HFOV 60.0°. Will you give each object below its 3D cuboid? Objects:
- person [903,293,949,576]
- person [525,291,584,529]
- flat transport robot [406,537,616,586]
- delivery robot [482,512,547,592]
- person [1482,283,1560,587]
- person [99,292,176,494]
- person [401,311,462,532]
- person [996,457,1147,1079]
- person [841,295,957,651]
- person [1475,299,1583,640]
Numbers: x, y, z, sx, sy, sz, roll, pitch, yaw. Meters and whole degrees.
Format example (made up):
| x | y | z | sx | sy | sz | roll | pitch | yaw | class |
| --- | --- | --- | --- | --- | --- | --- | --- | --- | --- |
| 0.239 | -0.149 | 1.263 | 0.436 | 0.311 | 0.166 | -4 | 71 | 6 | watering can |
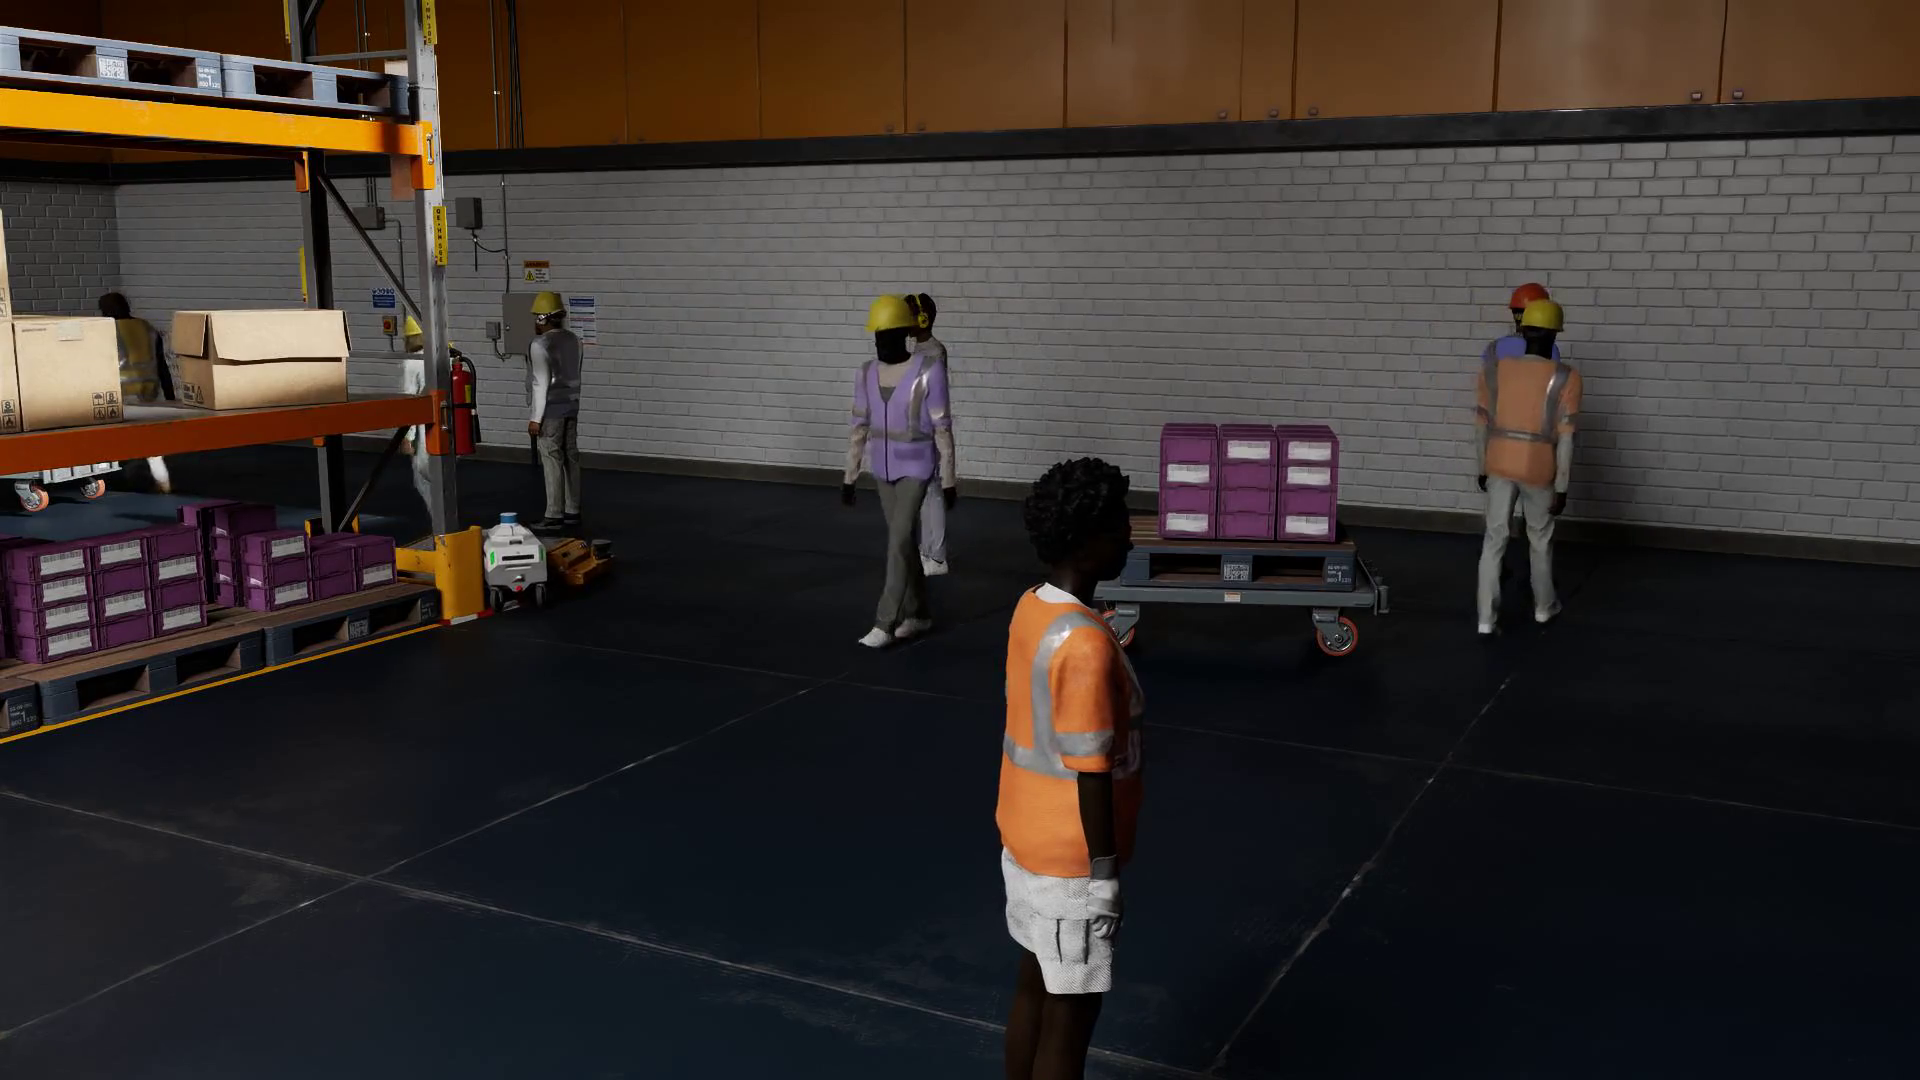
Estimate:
| x | y | z | sx | sy | sz | roll | pitch | yaw | class |
| --- | --- | --- | --- | --- | --- | --- | --- | --- | --- |
| -0.243 | -0.687 | 10.981 | 0.328 | 1.861 | 0.521 | -3 | 10 | -14 | person |
| -3.144 | -0.997 | 12.846 | 0.403 | 1.834 | 0.588 | 3 | 10 | 19 | person |
| -3.047 | 0.125 | 10.871 | 1.431 | 0.197 | 0.652 | 1 | 10 | 6 | flat transport robot |
| -2.717 | 0.078 | 10.051 | 0.477 | 0.478 | 0.707 | -4 | 10 | -22 | delivery robot |
| 3.603 | -0.671 | 10.659 | 0.360 | 1.937 | 0.542 | -8 | 13 | -39 | person |
| -7.338 | -1.296 | 14.745 | 0.960 | 1.781 | 0.663 | 4 | 11 | 23 | person |
| -3.682 | -0.760 | 11.809 | 0.564 | 1.719 | 0.549 | 9 | 13 | 42 | person |
| 0.246 | 0.664 | 3.627 | 0.315 | 1.696 | 0.541 | -2 | 10 | -11 | person |
| -0.396 | -0.352 | 8.936 | 0.625 | 1.889 | 0.880 | 7 | 12 | 37 | person |
| 3.138 | -0.396 | 9.253 | 0.606 | 1.877 | 0.993 | 7 | 12 | 34 | person |
